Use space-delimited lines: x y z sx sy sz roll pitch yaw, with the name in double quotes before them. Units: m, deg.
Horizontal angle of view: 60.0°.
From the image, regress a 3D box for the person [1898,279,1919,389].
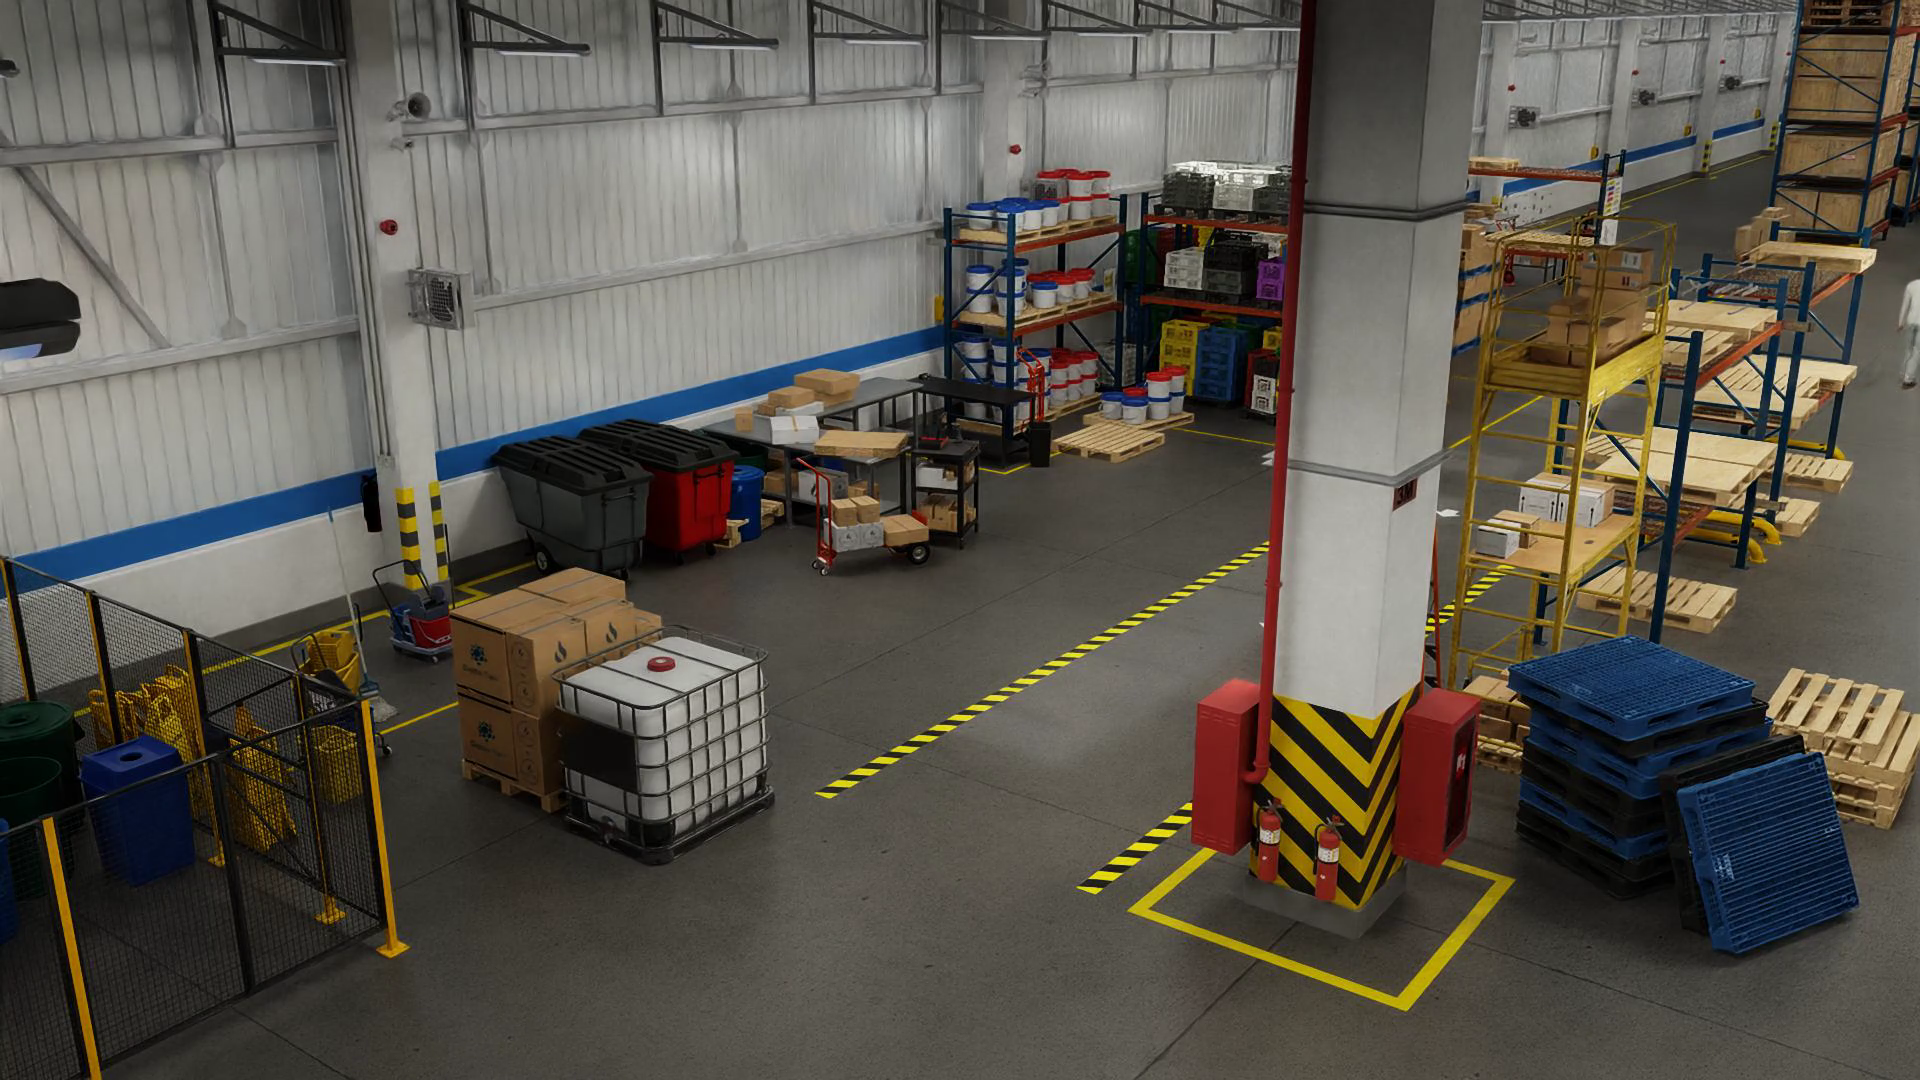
"person" 14.543 -3.236 25.058 0.728 1.908 0.654 -11 21 -31
